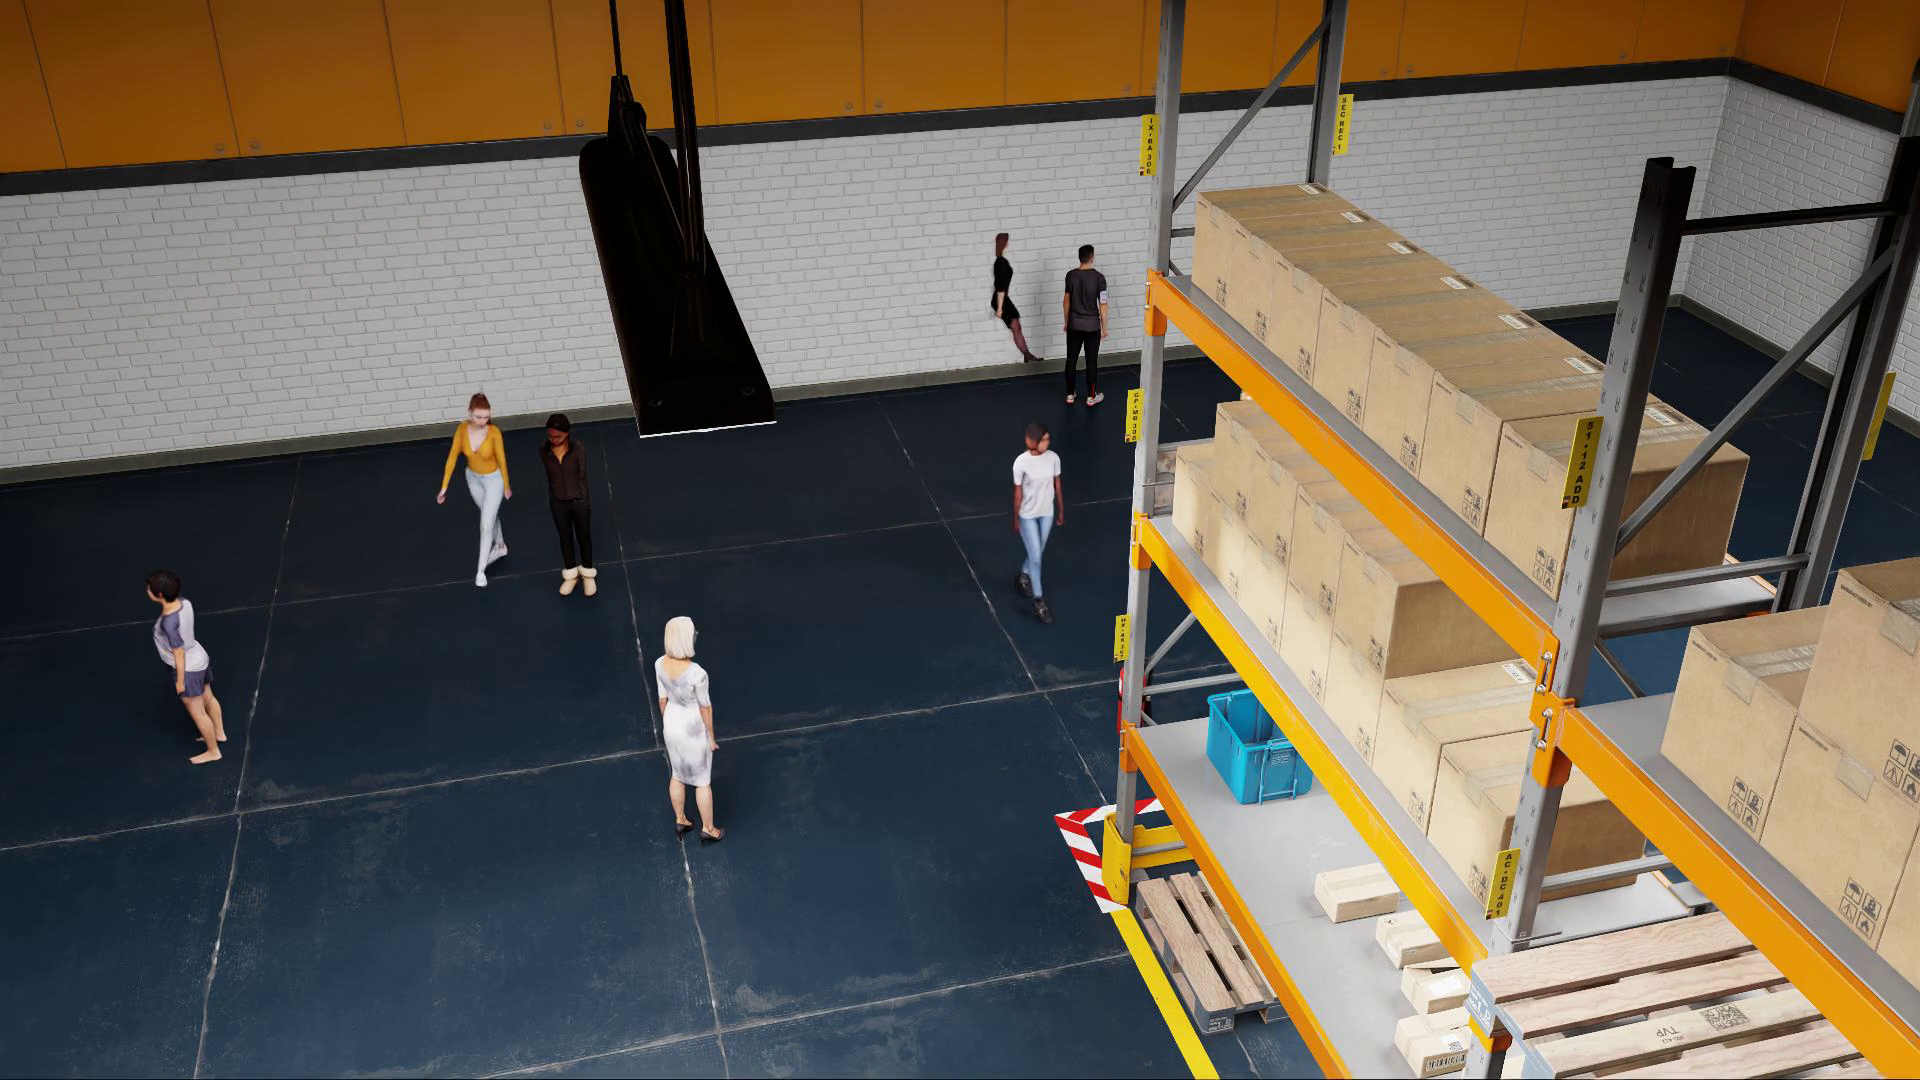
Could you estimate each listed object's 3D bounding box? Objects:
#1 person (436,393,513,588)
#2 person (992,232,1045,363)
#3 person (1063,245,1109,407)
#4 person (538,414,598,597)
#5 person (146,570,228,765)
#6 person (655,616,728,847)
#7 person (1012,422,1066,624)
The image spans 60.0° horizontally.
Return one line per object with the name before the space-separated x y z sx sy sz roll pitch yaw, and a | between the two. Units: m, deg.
person | -4.123 -0.507 14.562 1.023 1.710 1.208 8 30 14
person | 0.343 -2.595 18.443 0.662 1.658 1.024 -7 29 -13
person | 1.318 -2.300 17.792 0.714 1.763 0.738 11 30 19
person | -3.361 -0.345 14.318 0.622 1.659 0.680 -3 29 -5
person | -5.638 0.901 12.131 0.643 1.566 0.483 -4 29 -8
person | -1.835 1.293 11.222 0.641 1.749 0.692 13 31 22
person | 0.611 -0.221 14.050 0.763 1.697 1.030 -15 32 -26
